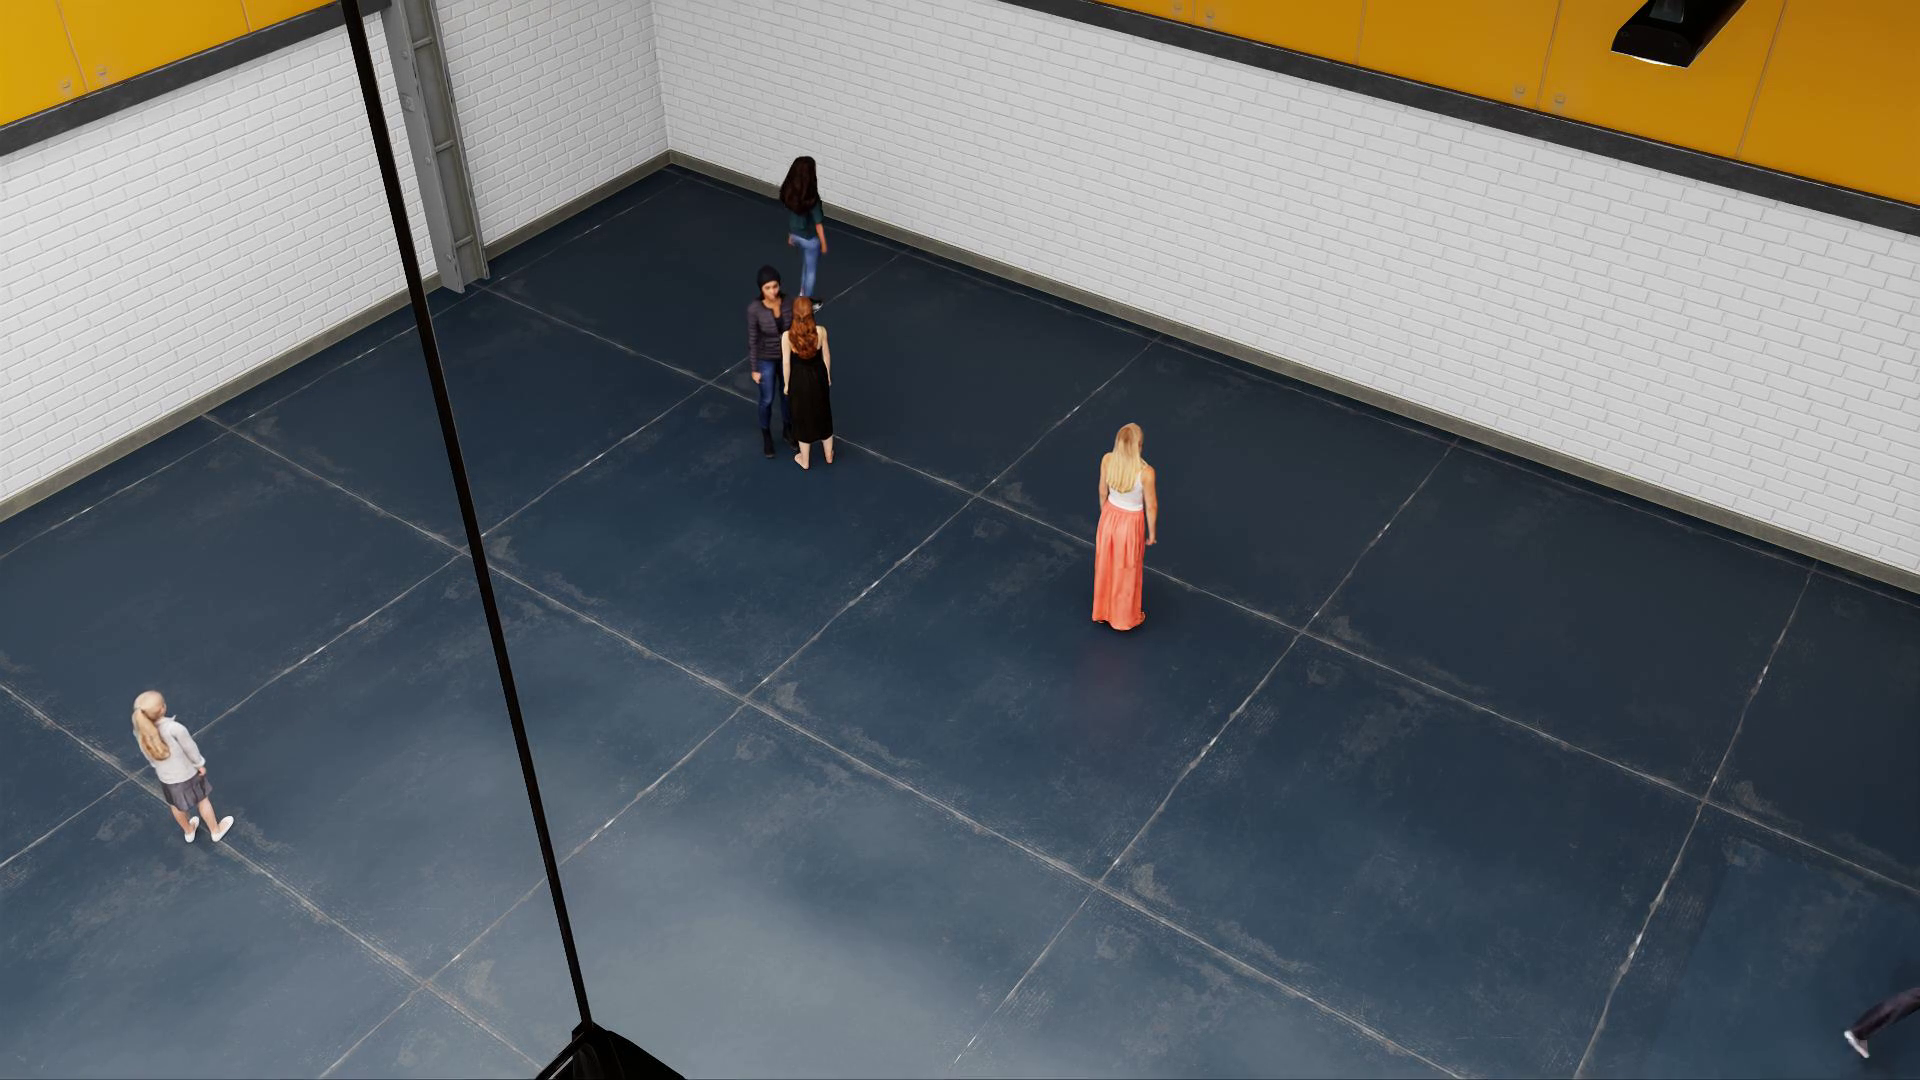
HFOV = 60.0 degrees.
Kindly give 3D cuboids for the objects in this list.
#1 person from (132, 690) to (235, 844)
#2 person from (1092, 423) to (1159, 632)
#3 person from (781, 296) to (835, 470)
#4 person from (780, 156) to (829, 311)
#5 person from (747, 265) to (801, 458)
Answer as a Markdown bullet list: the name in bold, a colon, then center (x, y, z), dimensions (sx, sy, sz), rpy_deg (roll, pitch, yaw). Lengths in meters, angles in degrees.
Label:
- **person**: center (-5.025, 1.454, 10.666), dimensions (0.600, 1.277, 0.647), rpy_deg (0, 39, 0)
- **person**: center (1.191, -0.092, 12.181), dimensions (0.623, 1.803, 0.568), rpy_deg (25, 45, 28)
- **person**: center (-1.266, -1.305, 13.843), dimensions (0.656, 1.624, 0.730), rpy_deg (-12, 40, -15)
- **person**: center (-1.516, -2.865, 15.812), dimensions (0.637, 1.605, 0.667), rpy_deg (31, 48, 33)
- **person**: center (-1.552, -1.510, 14.002), dimensions (0.656, 1.746, 0.770), rpy_deg (-17, 42, -20)
